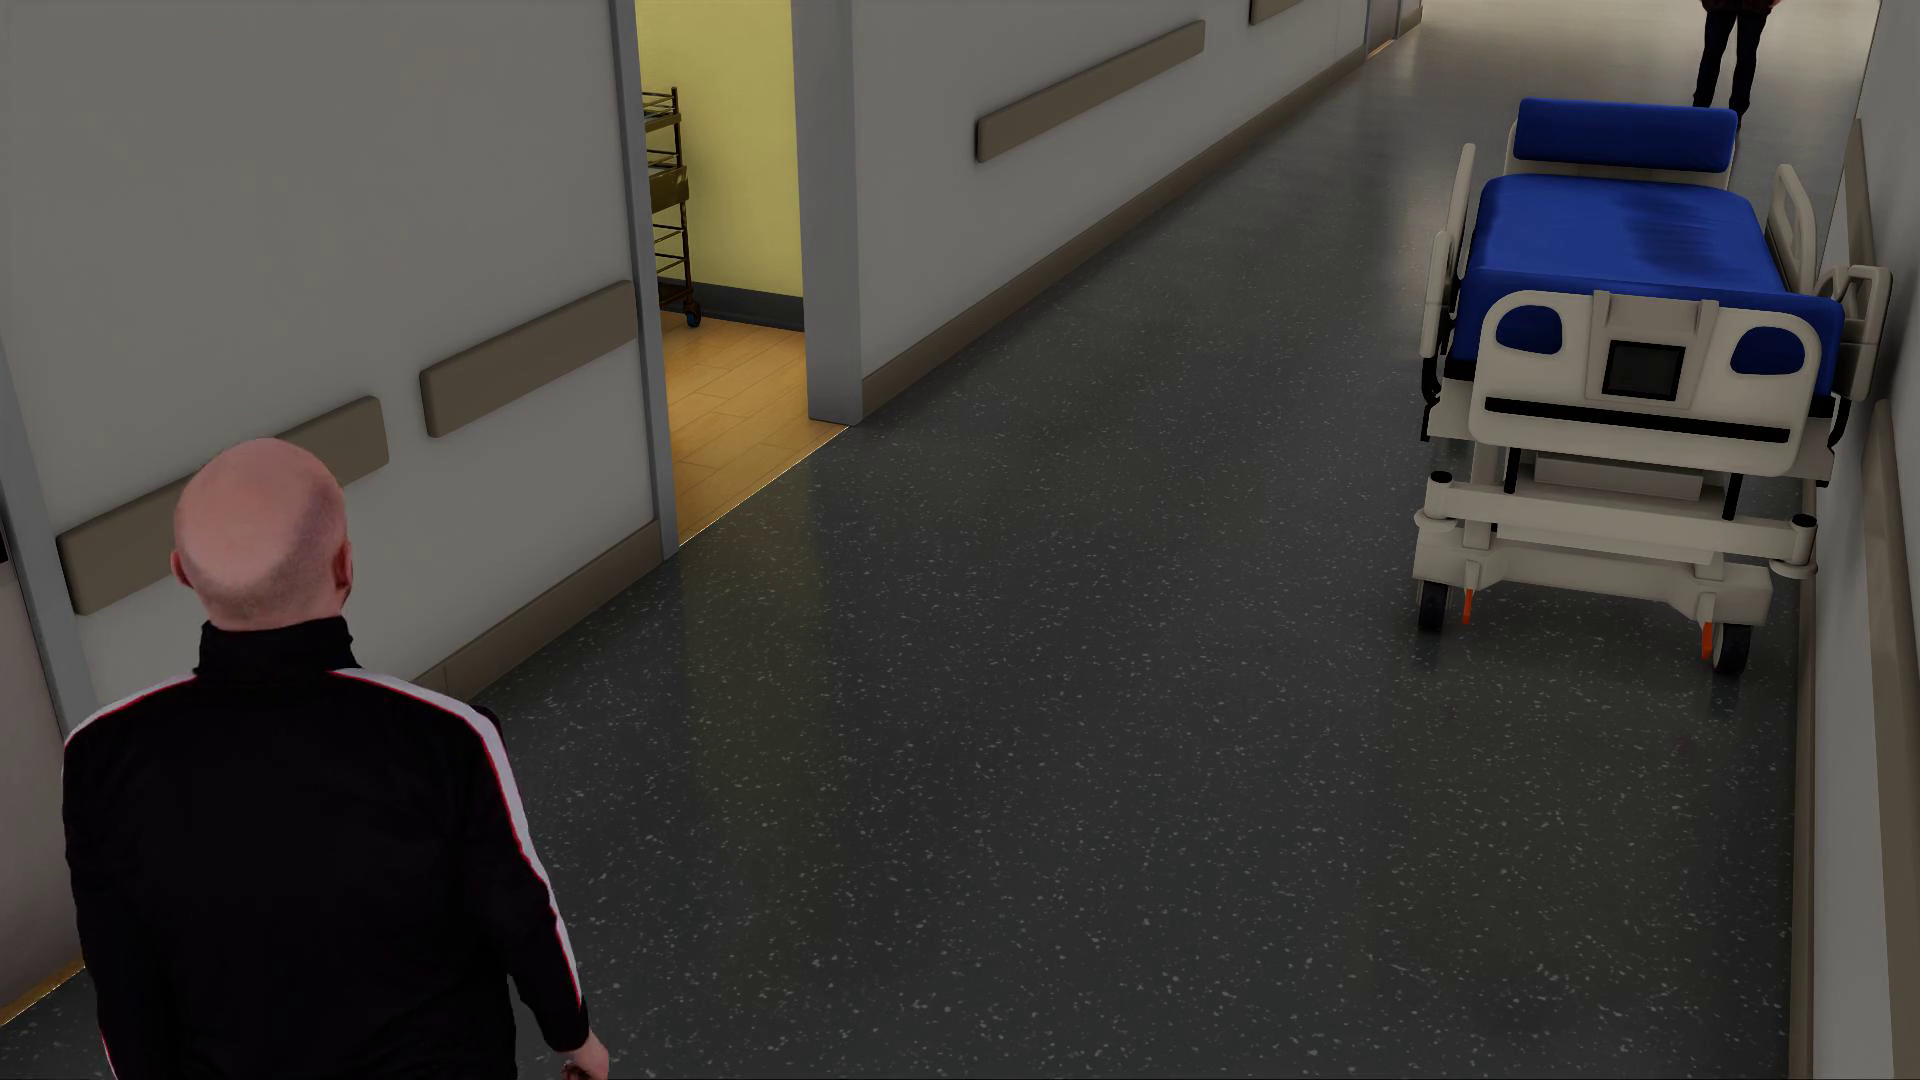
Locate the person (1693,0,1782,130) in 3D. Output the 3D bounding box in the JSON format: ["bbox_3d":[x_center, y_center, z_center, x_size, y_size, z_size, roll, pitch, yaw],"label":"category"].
[{"bbox_3d":[5.403,-3.801,11.490,0.696,1.847,0.875,18,31,33],"label":"person"}]

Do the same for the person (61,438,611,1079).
[{"bbox_3d":[-0.737,0.778,2.021,0.739,1.824,0.858,0,26,0],"label":"person"}]
